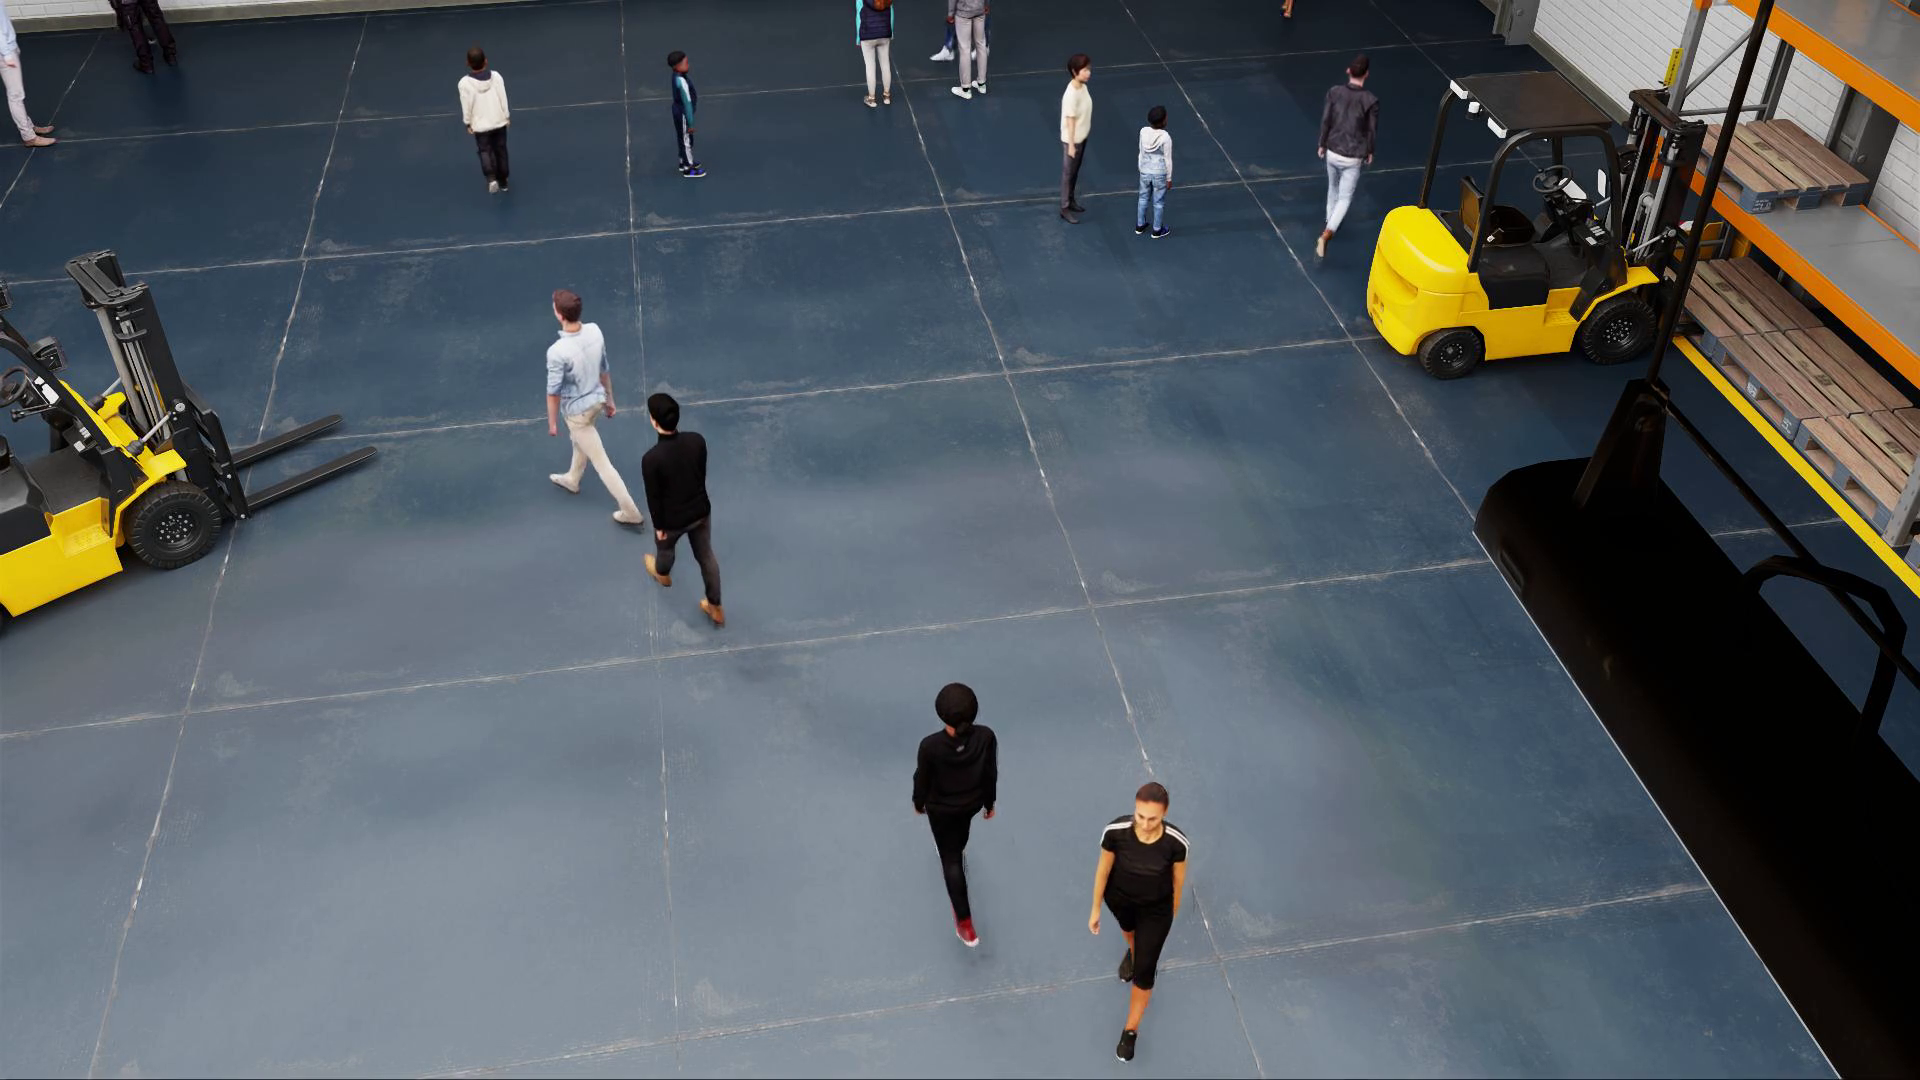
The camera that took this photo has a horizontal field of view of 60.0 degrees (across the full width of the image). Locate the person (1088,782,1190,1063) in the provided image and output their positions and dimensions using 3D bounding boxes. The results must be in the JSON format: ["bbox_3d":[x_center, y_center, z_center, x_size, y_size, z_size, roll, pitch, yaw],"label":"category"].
[{"bbox_3d":[0.928,1.768,8.508,0.933,1.630,1.128,14,41,16],"label":"person"}]

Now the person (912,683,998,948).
[{"bbox_3d":[-0.004,1.459,8.883,0.676,1.645,1.087,-10,40,-13],"label":"person"}]

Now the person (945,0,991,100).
[{"bbox_3d":[0.111,-5.597,17.564,0.752,1.838,0.696,-22,43,-25],"label":"person"}]

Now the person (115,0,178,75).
[{"bbox_3d":[-9.023,-6.069,18.096,0.804,1.911,0.774,29,47,31],"label":"person"}]

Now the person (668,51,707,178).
[{"bbox_3d":[-2.699,-4.179,16.255,0.589,1.256,0.444,-12,40,-15],"label":"person"}]

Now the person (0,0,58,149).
[{"bbox_3d":[-9.567,-4.892,16.637,0.766,1.893,0.591,-15,41,-18],"label":"person"}]

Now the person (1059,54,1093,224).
[{"bbox_3d":[1.068,-3.736,15.435,0.715,1.588,0.580,11,40,14],"label":"person"}]

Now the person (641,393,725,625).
[{"bbox_3d":[-1.778,-0.170,10.890,0.932,1.686,1.158,-23,44,-26],"label":"person"}]

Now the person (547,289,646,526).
[{"bbox_3d":[-2.581,-0.874,11.681,1.231,1.800,1.202,22,44,25],"label":"person"}]

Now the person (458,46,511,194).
[{"bbox_3d":[-4.483,-3.963,15.834,0.632,1.444,0.736,-11,40,-14],"label":"person"}]

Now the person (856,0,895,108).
[{"bbox_3d":[-0.890,-5.311,17.476,0.624,1.501,0.637,-14,41,-17],"label":"person"}]

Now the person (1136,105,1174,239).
[{"bbox_3d":[1.779,-3.387,15.260,0.570,1.260,0.630,23,44,27],"label":"person"}]

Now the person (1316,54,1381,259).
[{"bbox_3d":[3.408,-3.397,14.833,1.087,1.810,1.180,21,43,24],"label":"person"}]

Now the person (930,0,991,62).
[{"bbox_3d":[0.170,-6.181,18.299,1.038,1.834,1.032,-29,47,-31],"label":"person"}]

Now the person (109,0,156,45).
[{"bbox_3d":[-9.454,-6.428,18.637,0.970,1.797,1.033,-24,44,-27],"label":"person"}]
